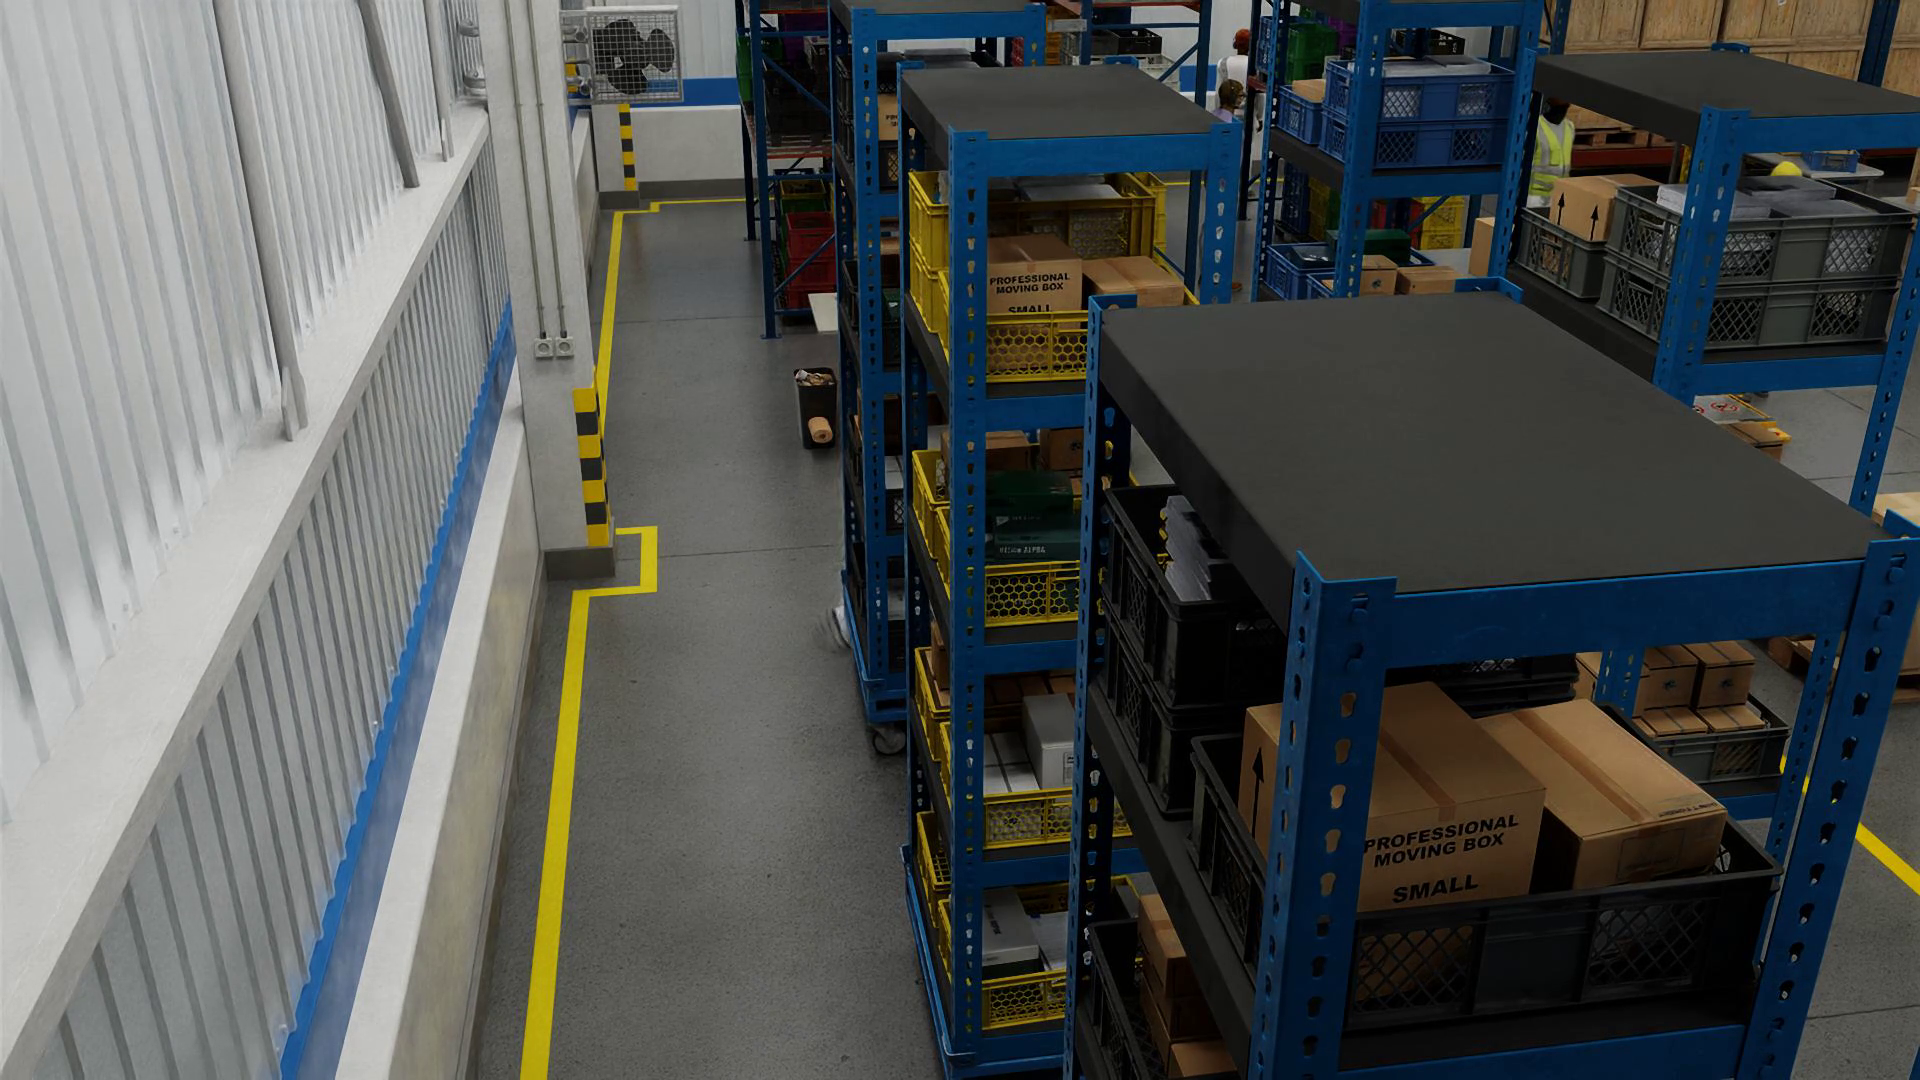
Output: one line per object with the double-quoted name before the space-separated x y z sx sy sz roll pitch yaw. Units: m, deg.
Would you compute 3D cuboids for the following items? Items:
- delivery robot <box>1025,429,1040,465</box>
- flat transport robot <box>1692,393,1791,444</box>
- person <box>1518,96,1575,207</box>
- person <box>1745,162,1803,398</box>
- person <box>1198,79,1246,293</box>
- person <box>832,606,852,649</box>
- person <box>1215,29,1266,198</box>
"delivery robot" 0.764 -0.788 11.533 0.707 0.478 0.477 -15 29 -30
"flat transport robot" 5.224 -0.859 12.132 1.431 0.197 0.652 -4 25 -8
"person" 5.431 -3.260 15.494 0.626 1.835 0.430 -13 28 -27
"person" 6.127 -1.955 12.659 0.586 1.833 0.403 -10 27 -21
"person" 2.440 -3.287 15.431 0.372 1.940 0.627 -5 25 -12
"person" -0.307 -0.195 9.124 0.844 1.594 0.538 -6 25 -13
"person" 3.154 -4.790 18.762 0.574 1.885 0.355 10 26 20
